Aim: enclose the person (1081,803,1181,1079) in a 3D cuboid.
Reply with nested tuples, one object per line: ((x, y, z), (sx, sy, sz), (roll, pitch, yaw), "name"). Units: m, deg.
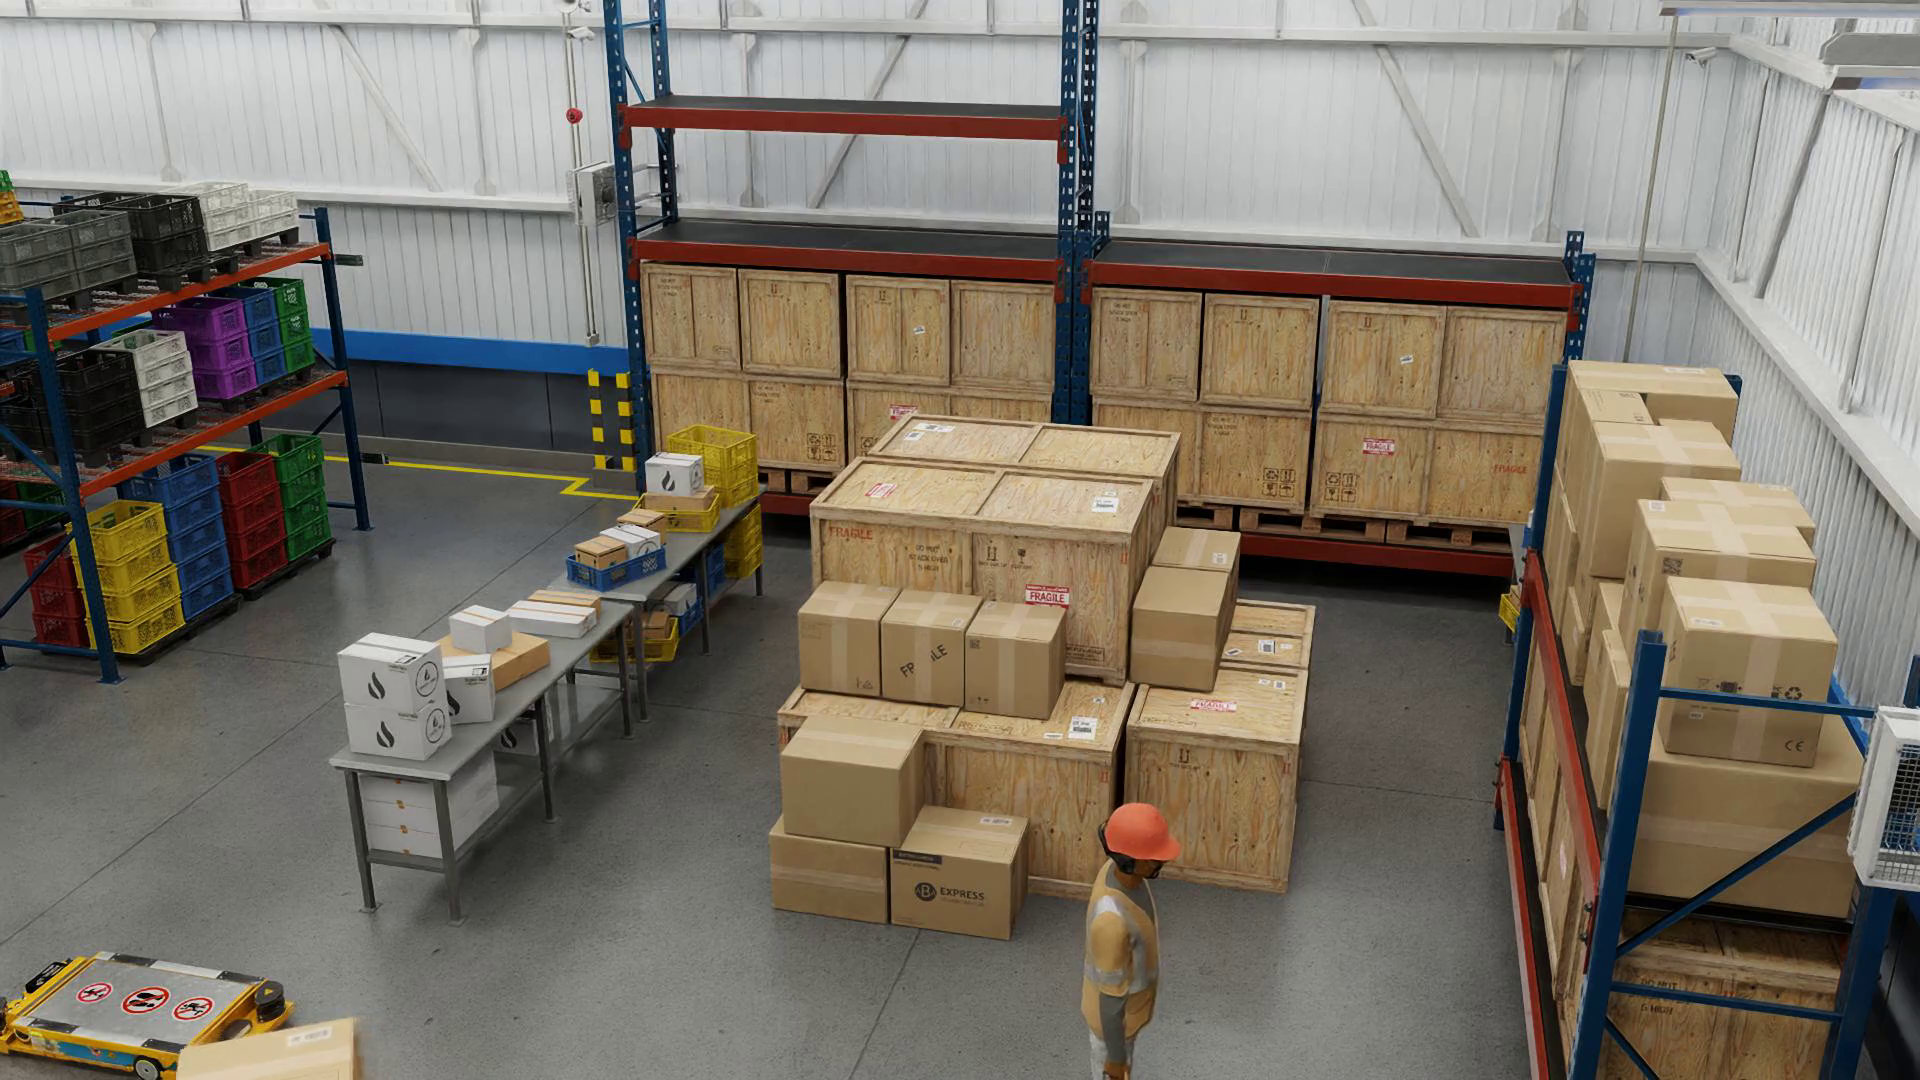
((0.725, 2.040, 7.227), (0.392, 2.041, 0.610), (4, 21, 10), "person")

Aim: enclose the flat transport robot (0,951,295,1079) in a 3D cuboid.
((-4.270, 2.464, 8.601), (1.431, 0.231, 0.659), (5, 22, 13), "flat transport robot")
